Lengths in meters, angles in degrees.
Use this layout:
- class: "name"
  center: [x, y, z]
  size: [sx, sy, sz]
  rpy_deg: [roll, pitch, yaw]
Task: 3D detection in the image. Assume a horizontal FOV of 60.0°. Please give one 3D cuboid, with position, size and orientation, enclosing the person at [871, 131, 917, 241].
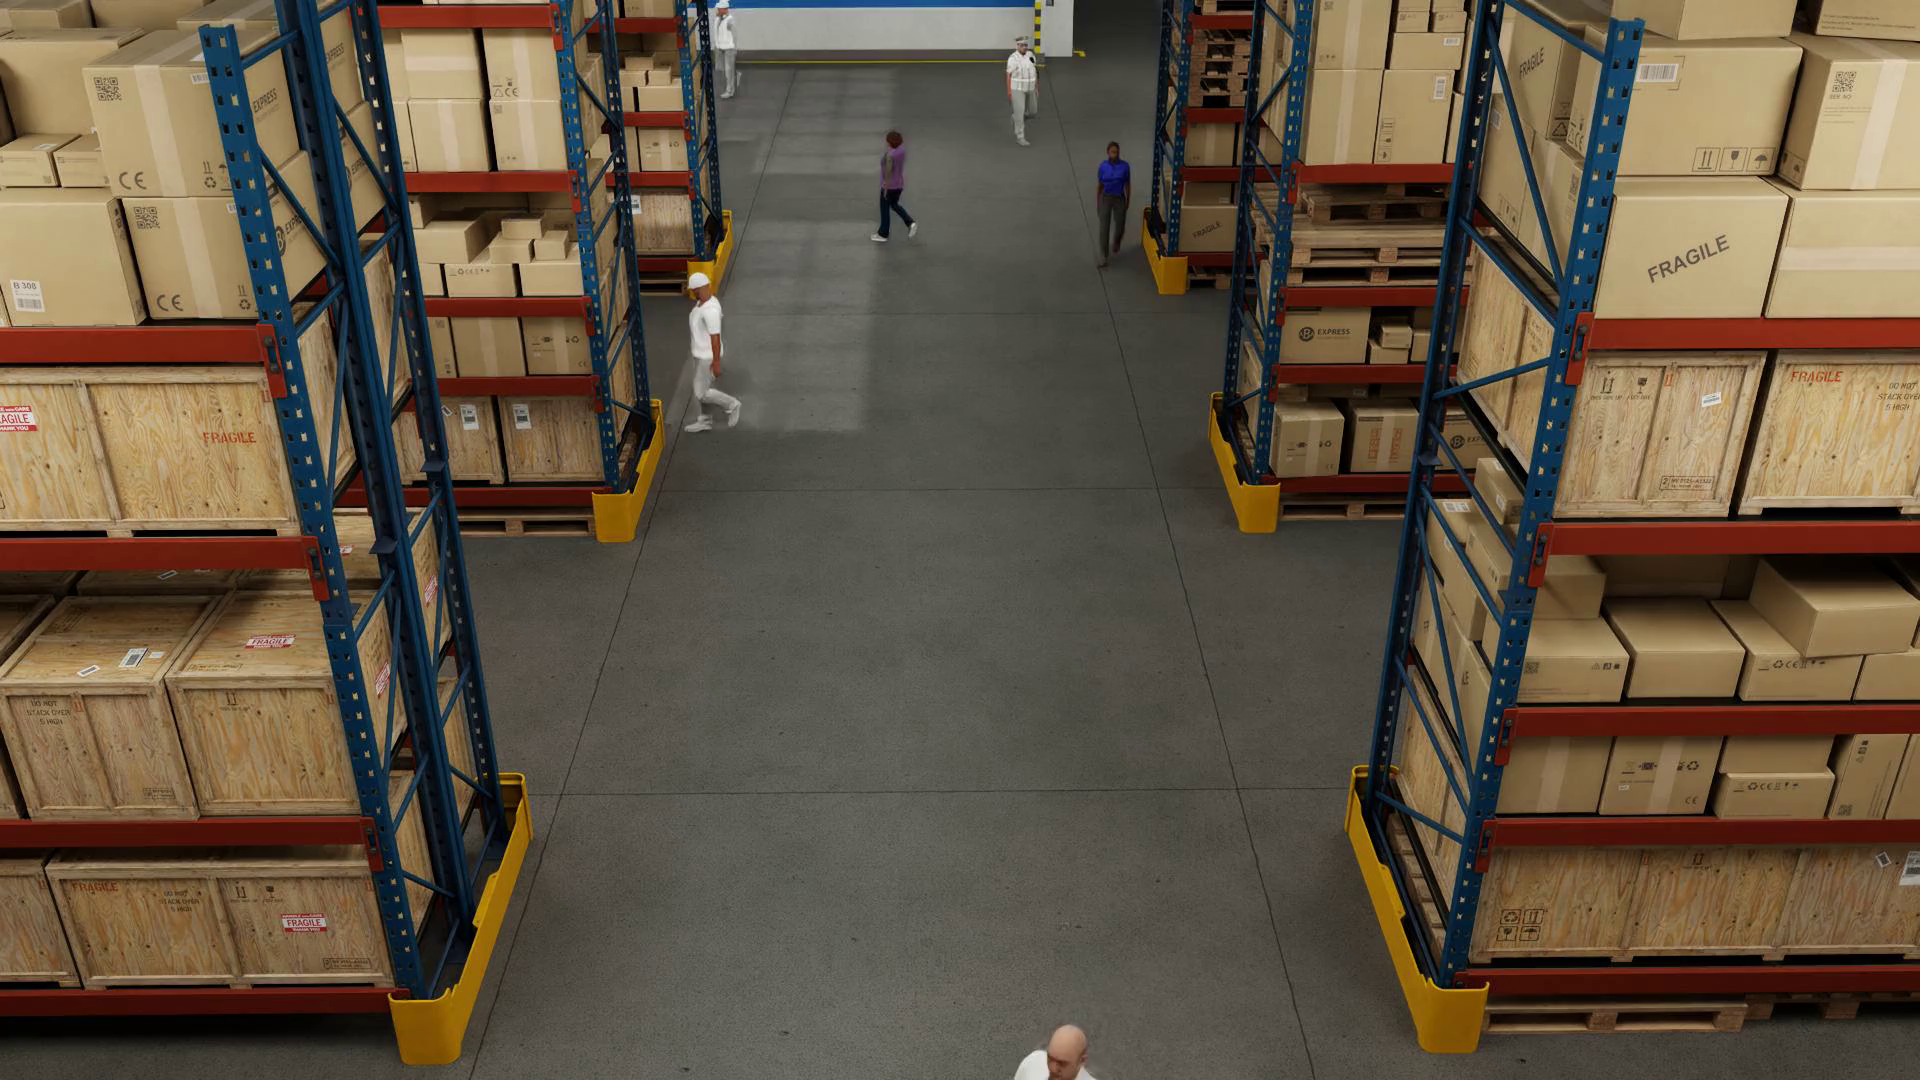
- class: "person"
  center: [-0.955, -4.935, 23.242]
  size: [0.670, 1.593, 0.434]
  rpy_deg: [20, 34, 32]

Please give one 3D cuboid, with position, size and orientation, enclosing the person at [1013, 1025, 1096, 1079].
- class: "person"
  center: [0.376, 3.125, 8.075]
  size: [0.587, 1.739, 0.965]
  rpy_deg: [24, 37, 38]

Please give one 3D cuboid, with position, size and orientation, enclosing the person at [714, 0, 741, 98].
- class: "person"
  center: [-4.301, -9.173, 30.936]
  size: [0.541, 1.776, 0.648]
  rpy_deg: [24, 37, 37]

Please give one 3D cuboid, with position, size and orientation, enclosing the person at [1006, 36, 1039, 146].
- class: "person"
  center: [1.039, -7.607, 28.032]
  size: [0.542, 1.776, 0.688]
  rpy_deg: [-18, 33, -30]

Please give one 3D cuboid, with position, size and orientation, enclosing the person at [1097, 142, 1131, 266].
- class: "person"
  center: [2.073, -4.580, 22.523]
  size: [0.451, 1.650, 0.600]
  rpy_deg: [2, 28, 4]

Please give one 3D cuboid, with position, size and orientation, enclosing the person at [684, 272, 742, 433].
- class: "person"
  center: [-2.658, -1.958, 17.524]
  size: [0.621, 1.767, 0.605]
  rpy_deg: [-9, 30, -17]
